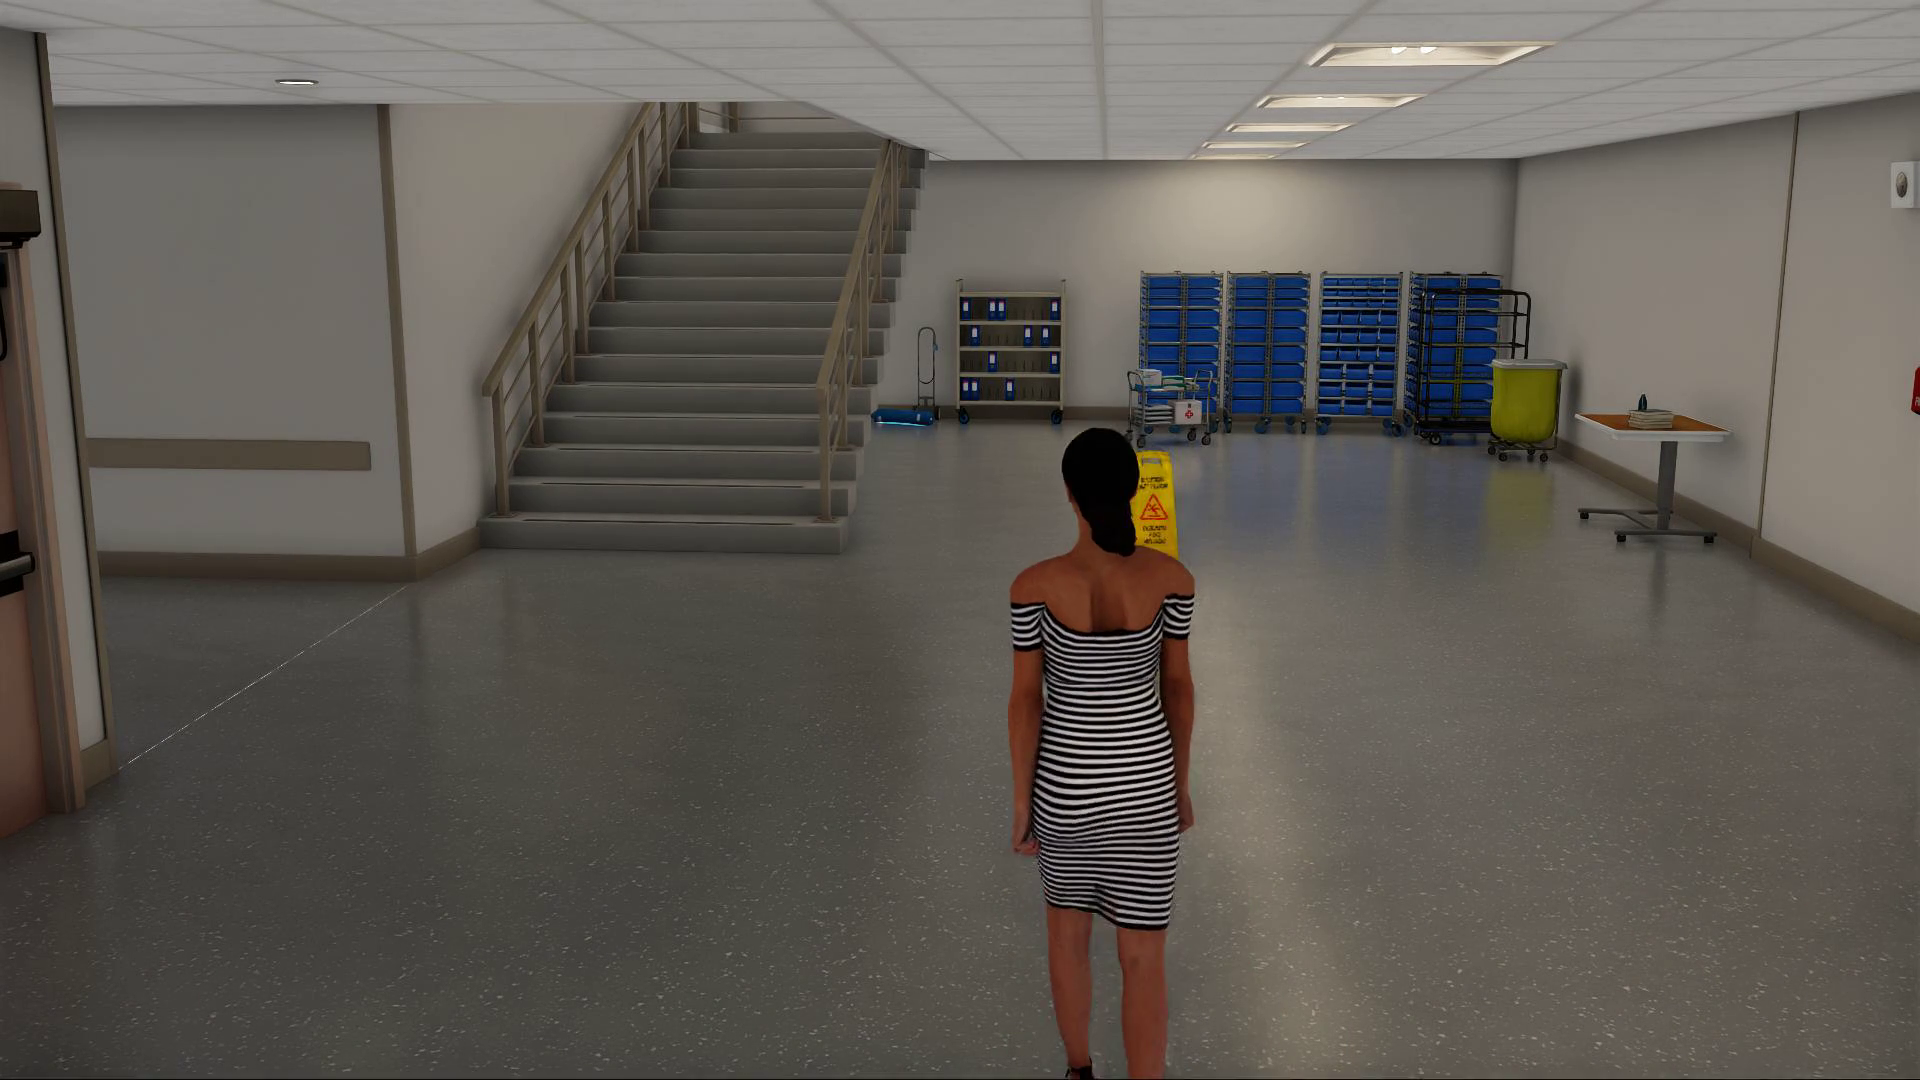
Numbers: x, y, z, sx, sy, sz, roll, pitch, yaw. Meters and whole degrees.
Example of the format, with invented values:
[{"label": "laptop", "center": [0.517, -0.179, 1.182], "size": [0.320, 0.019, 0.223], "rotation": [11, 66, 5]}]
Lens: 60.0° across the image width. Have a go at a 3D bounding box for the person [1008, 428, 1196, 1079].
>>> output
[{"label": "person", "center": [0.347, 0.661, 3.805], "size": [0.647, 1.797, 1.055], "rotation": [0, 11, 0]}]
